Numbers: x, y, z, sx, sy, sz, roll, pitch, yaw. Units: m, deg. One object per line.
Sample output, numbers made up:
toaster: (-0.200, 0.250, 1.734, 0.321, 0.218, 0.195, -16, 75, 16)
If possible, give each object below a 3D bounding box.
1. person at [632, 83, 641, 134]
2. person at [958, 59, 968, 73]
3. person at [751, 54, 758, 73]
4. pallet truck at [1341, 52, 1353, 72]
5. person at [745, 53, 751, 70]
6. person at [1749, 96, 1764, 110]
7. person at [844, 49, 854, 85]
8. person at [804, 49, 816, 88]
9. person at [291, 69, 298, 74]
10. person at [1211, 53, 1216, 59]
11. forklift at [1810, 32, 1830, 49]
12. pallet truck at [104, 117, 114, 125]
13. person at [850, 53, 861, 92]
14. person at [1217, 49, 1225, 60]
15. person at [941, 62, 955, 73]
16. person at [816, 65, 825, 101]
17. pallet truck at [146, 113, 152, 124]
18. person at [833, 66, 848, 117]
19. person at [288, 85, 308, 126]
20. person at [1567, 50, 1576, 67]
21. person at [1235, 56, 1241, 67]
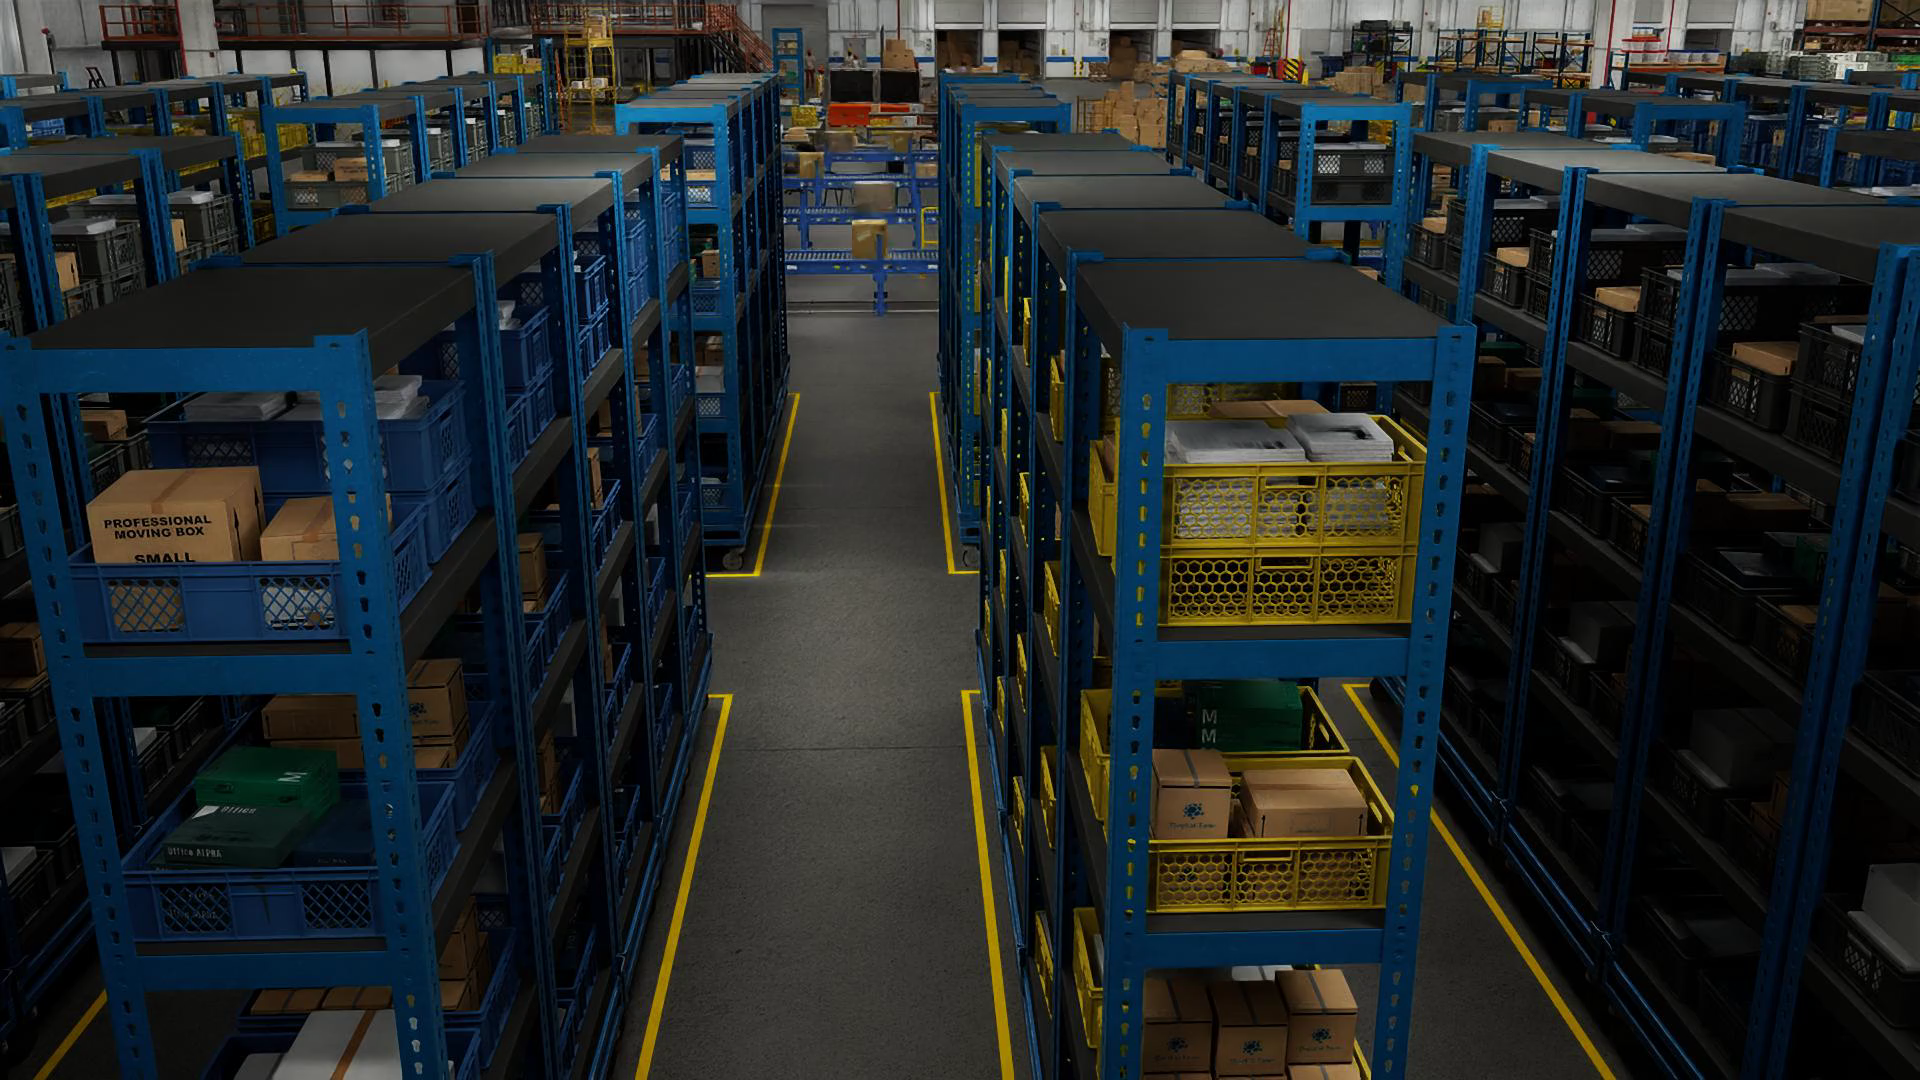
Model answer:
person: (-10.672, -14.236, 55.125, 0.398, 1.756, 0.525, 4, 18, 12)
person: (0.033, -19.709, 71.683, 0.938, 2.011, 0.614, -9, 20, -25)
person: (-10.833, -24.768, 87.650, 0.942, 1.804, 0.633, -11, 21, -31)
pallet truck: (18.794, -23.123, 82.231, 0.823, 1.965, 1.885, -13, 22, -35)
person: (-11.193, -25.030, 88.563, 0.852, 1.726, 0.545, -15, 23, -38)
person: (32.414, -18.238, 67.362, 0.845, 1.860, 0.609, 4, 18, 13)
person: (-6.063, -25.853, 90.873, 0.587, 1.875, 0.663, -9, 20, -25)
person: (-7.850, -24.627, 86.887, 0.610, 1.996, 0.378, 4, 18, 13)
person: (-25.027, -16.758, 62.664, 0.408, 1.918, 0.623, -16, 24, -40)
person: (13.115, -24.129, 85.655, 0.910, 1.800, 0.649, 8, 20, 24)
forklift: (45.954, -25.830, 89.194, 1.129, 2.768, 1.873, -1, 18, -2)
pallet truck: (-18.367, -7.885, 35.078, 1.885, 1.965, 0.823, 1, 18, 2)
person: (-5.210, -23.390, 83.244, 0.551, 1.896, 1.014, -1, 18, -2)
person: (13.596, -24.699, 87.132, 0.484, 1.979, 0.641, 8, 19, 23)
person: (-0.541, -19.077, 69.845, 0.653, 1.915, 0.439, 1, 18, 4)
person: (-5.472, -17.684, 65.495, 0.377, 1.938, 0.547, -2, 18, -7)
pallet truck: (-18.087, -8.309, 36.390, 1.885, 1.965, 0.823, -1, 18, -4)
person: (-4.602, -16.957, 63.082, 0.745, 2.000, 0.693, 4, 18, 13)
person: (-22.980, -15.157, 57.763, 0.579, 1.882, 0.342, -13, 22, -35)
person: (33.284, -25.819, 90.834, 0.944, 1.837, 0.602, -13, 22, -35)
person: (13.250, -22.341, 80.058, 0.859, 1.838, 0.554, -6, 19, -19)
